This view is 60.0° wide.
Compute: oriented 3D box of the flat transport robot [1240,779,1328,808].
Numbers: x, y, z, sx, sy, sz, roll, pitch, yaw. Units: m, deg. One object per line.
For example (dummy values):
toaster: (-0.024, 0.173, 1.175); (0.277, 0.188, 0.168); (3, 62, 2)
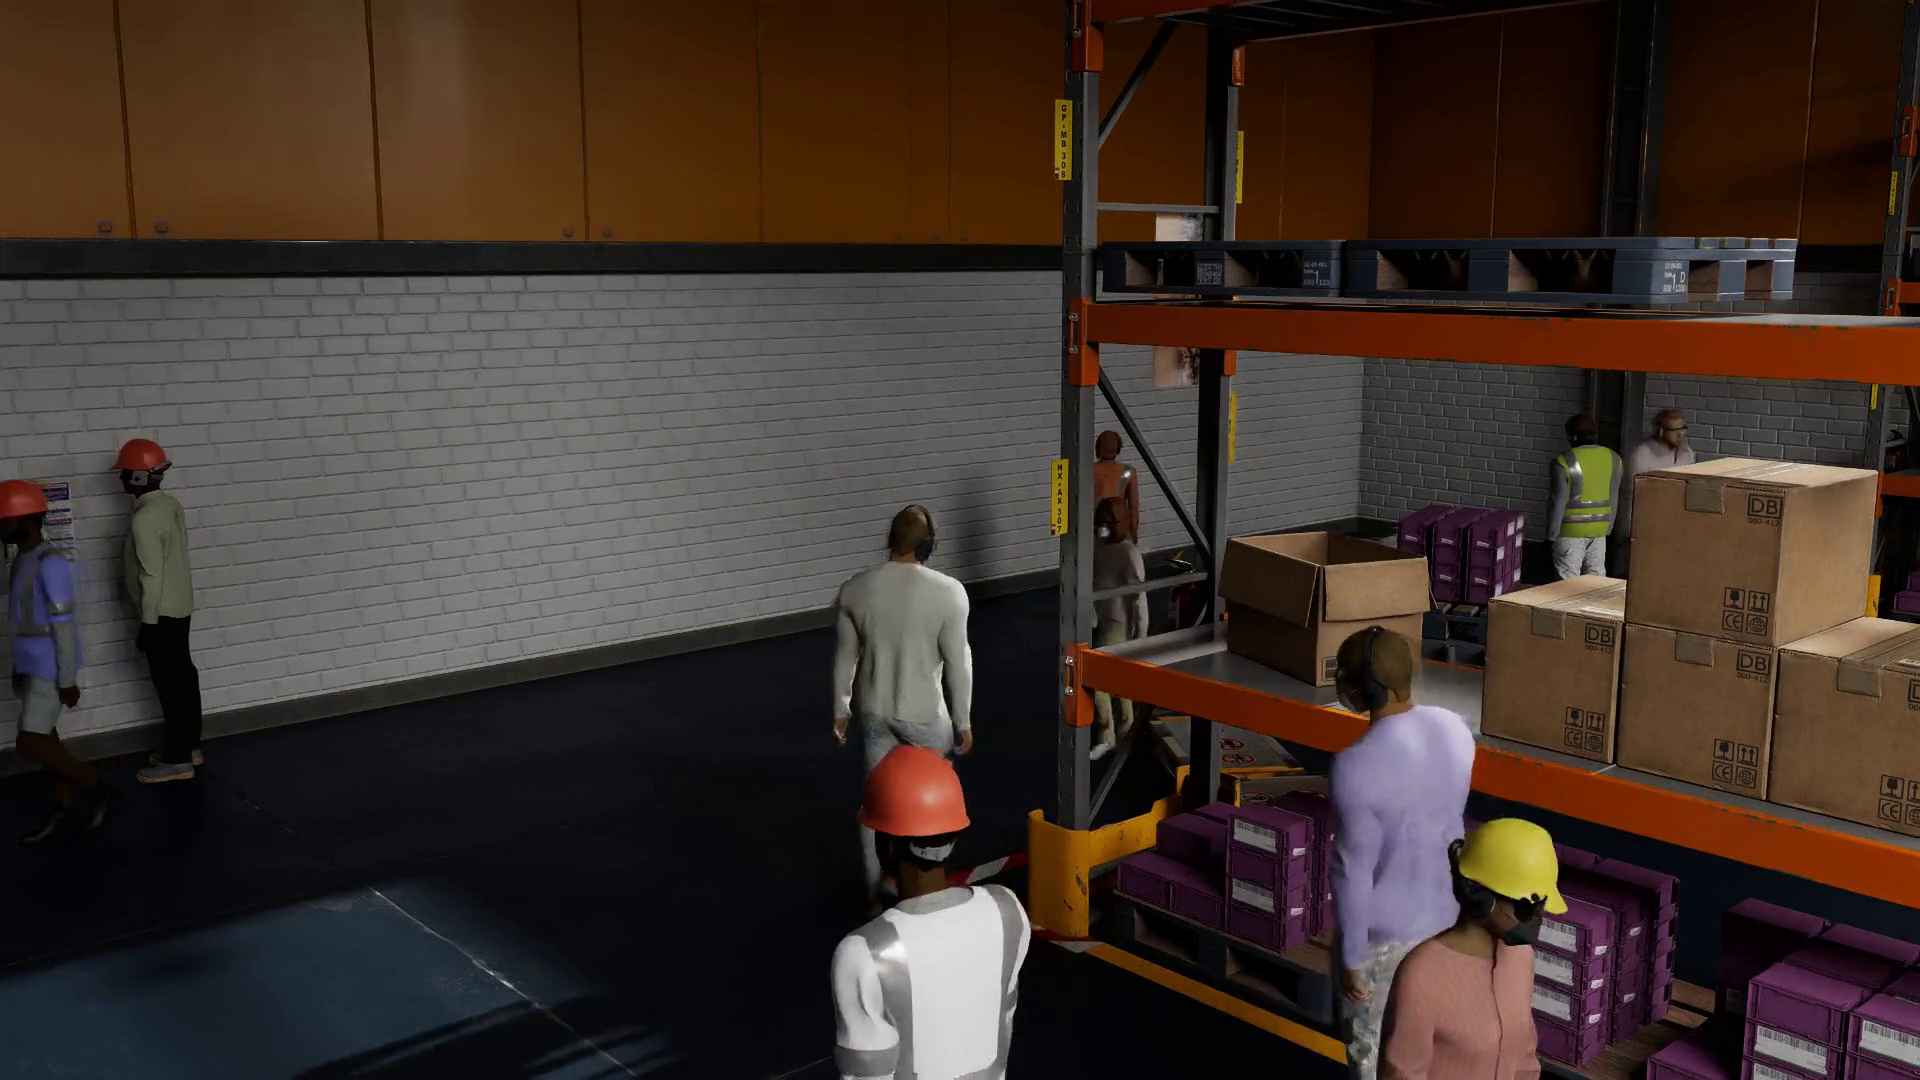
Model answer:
flat transport robot: (1.891, 1.425, 8.709); (1.431, 0.197, 0.652); (-1, 10, -6)

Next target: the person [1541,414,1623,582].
person: (4.750, -0.053, 12.794); (0.619, 1.837, 0.430); (-3, 10, -18)

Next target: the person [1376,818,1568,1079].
person: (1.194, 1.499, 3.954); (0.546, 1.735, 0.501); (-8, 13, -40)

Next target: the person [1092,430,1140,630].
person: (1.193, -0.070, 13.466); (0.523, 1.637, 0.308); (2, 10, 14)

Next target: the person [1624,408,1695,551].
person: (5.408, -0.118, 13.046); (0.665, 1.882, 0.629); (-4, 10, -22)

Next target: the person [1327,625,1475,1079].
person: (1.401, 1.212, 5.154); (0.664, 1.916, 0.619); (-7, 12, -34)

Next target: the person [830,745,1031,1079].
person: (-0.119, 1.414, 3.970); (0.554, 1.914, 0.665); (-6, 11, -32)

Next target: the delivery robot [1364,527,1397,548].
delivery robot: (4.020, 0.126, 15.209); (0.707, 0.478, 0.477); (9, 13, 44)

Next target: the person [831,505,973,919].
person: (-0.273, 0.796, 7.578); (0.714, 1.918, 0.457); (3, 10, 20)

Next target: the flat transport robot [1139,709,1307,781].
flat transport robot: (1.510, 1.257, 9.694); (0.652, 0.197, 1.431); (-1, 10, -6)

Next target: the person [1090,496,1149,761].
person: (0.860, 0.538, 9.979); (0.487, 1.617, 0.475); (-2, 10, -12)

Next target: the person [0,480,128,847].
person: (-4.683, 0.640, 8.502); (0.446, 1.923, 0.555); (-8, 13, -40)

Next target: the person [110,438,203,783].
person: (-4.651, 0.404, 9.646); (0.388, 1.996, 0.612); (-2, 10, -9)
